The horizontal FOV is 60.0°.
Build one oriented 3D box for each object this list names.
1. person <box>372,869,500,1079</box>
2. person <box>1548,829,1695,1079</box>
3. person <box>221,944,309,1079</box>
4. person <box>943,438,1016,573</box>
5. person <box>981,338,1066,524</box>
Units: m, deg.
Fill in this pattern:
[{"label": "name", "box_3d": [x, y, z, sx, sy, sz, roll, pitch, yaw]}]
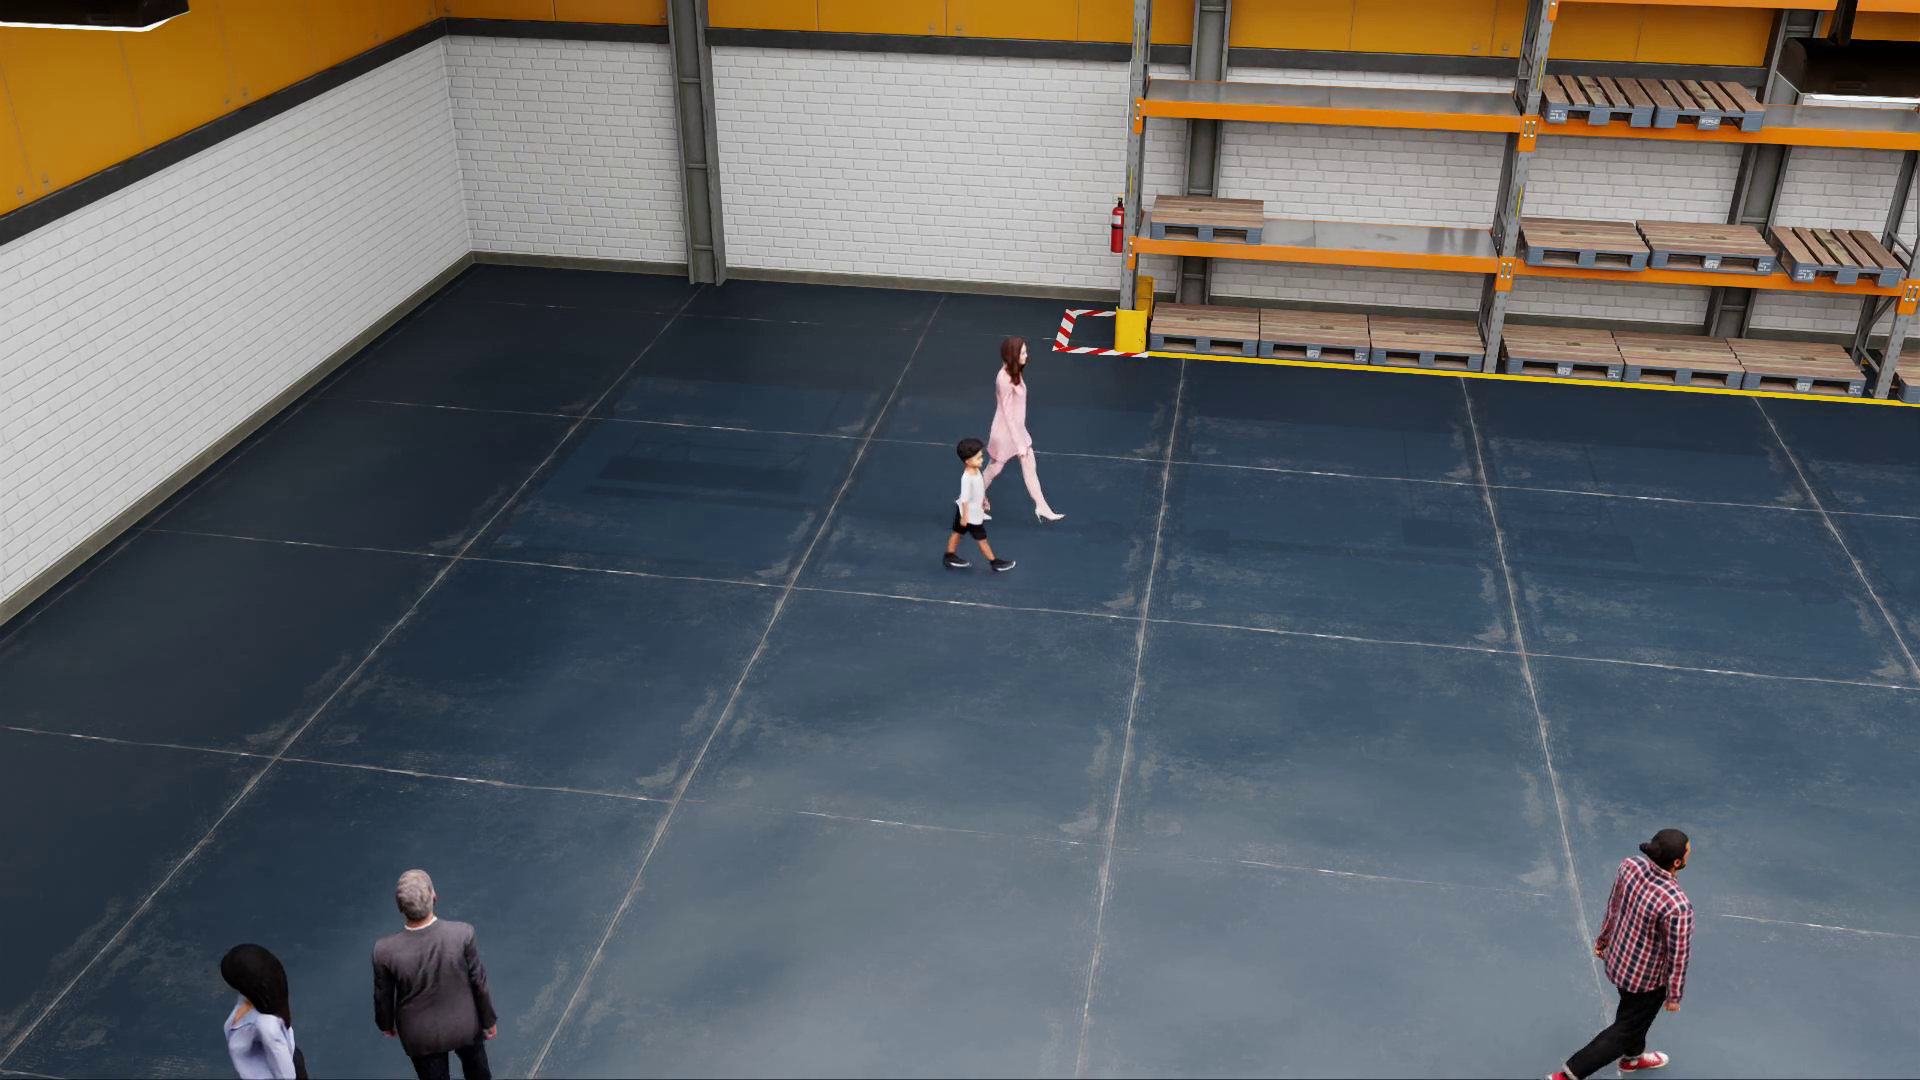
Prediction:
[{"label": "person", "box_3d": [-2.622, 2.479, 8.390, 1.120, 1.802, 1.106, -9, 30, -16]}, {"label": "person", "box_3d": [3.540, 2.271, 8.820, 1.204, 1.756, 1.002, -7, 29, -13]}, {"label": "person", "box_3d": [-3.316, 2.647, 8.142, 0.769, 1.746, 0.726, -16, 32, -26]}, {"label": "person", "box_3d": [0.028, -0.283, 14.056, 0.850, 1.224, 0.494, 5, 29, 10]}, {"label": "person", "box_3d": [0.337, -0.914, 14.666, 1.165, 1.749, 0.757, 10, 30, 18]}]
